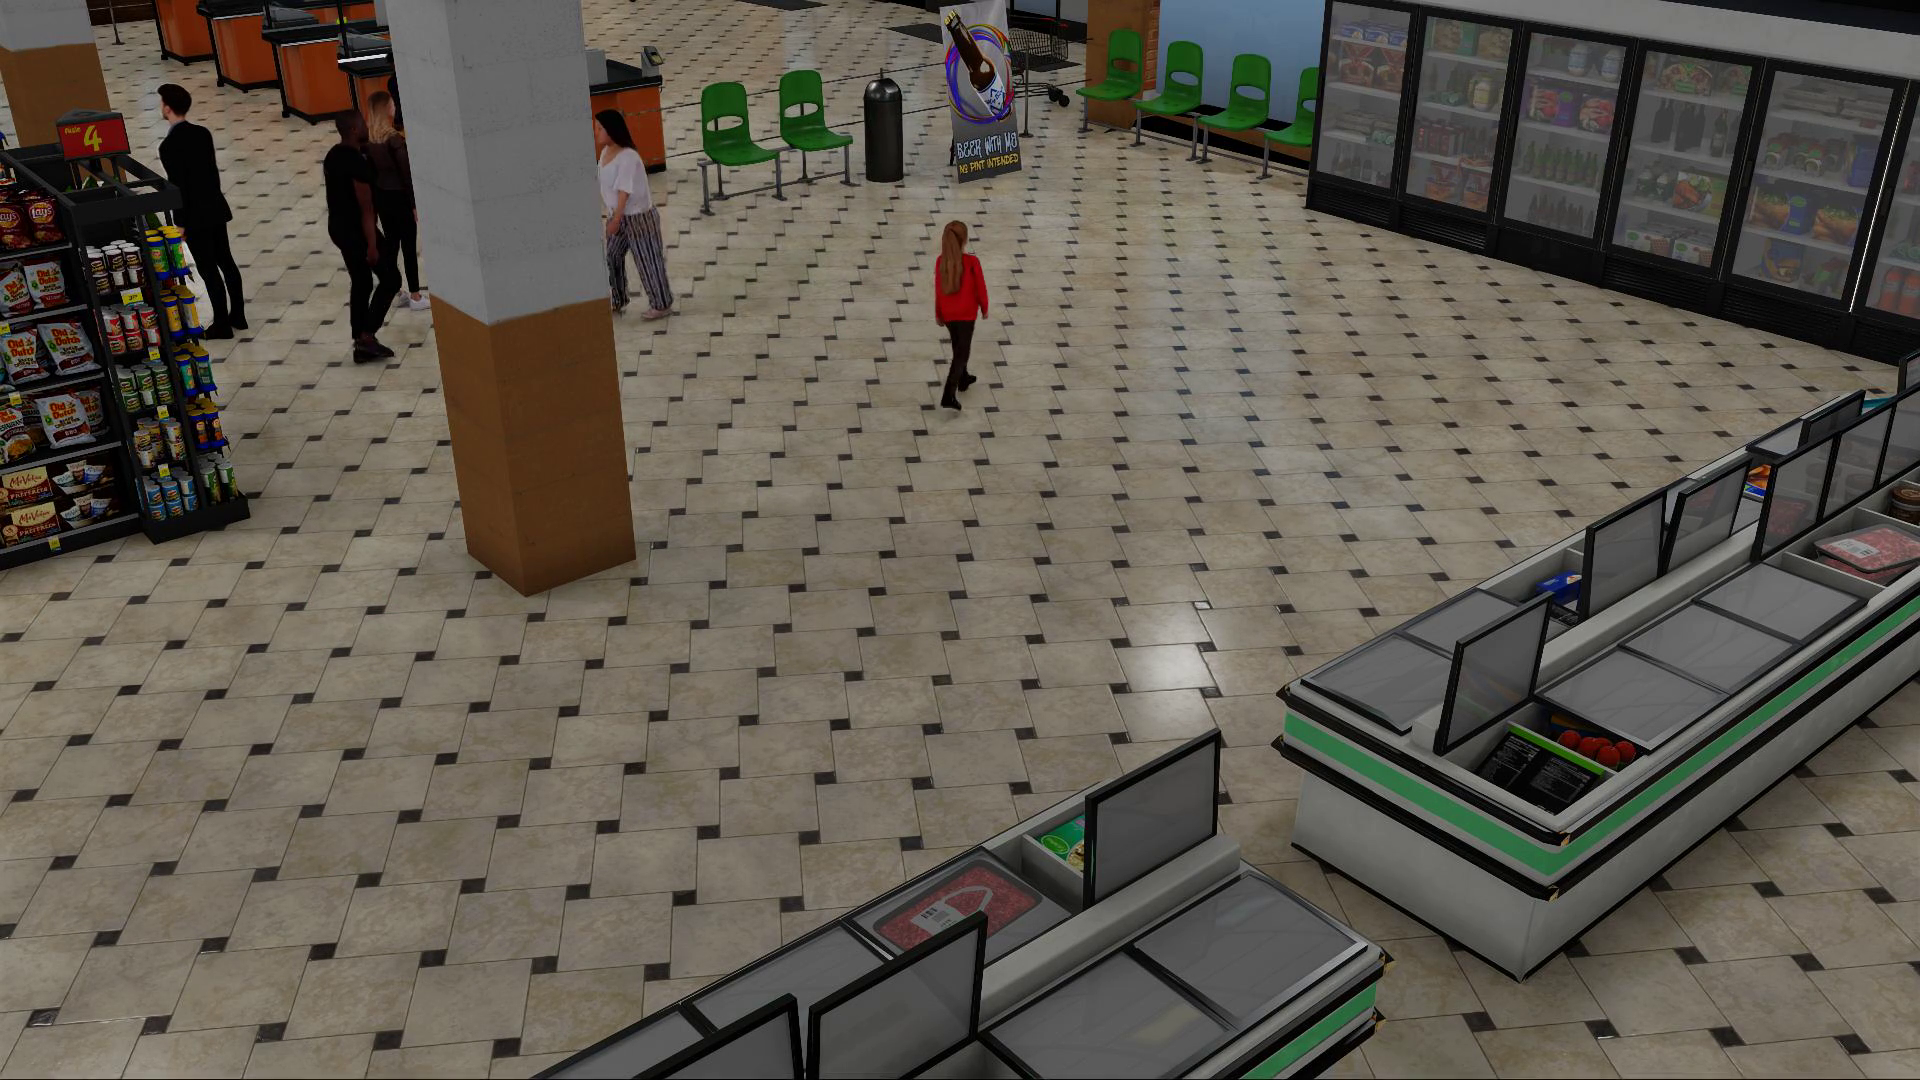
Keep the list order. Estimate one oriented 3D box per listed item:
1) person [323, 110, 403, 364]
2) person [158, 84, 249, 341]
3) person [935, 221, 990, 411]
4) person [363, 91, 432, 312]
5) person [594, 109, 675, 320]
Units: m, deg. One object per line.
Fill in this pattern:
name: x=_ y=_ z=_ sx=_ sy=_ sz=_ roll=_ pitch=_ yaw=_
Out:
person: x=-4.368 y=-2.115 z=11.836 sx=0.633 sy=1.798 sz=0.678 roll=-22 pitch=34 yaw=-37
person: x=-5.637 y=-2.436 z=12.362 sx=0.852 sy=1.894 sz=0.764 roll=6 pitch=27 yaw=12
person: x=-0.021 y=-1.488 z=11.198 sx=0.717 sy=1.256 sz=0.975 roll=14 pitch=30 yaw=25
person: x=-4.413 y=-2.639 z=12.973 sx=0.661 sy=1.705 sz=0.611 roll=16 pitch=31 yaw=28
person: x=-2.441 y=-2.470 z=12.708 sx=0.891 sy=1.642 sz=0.675 roll=-18 pitch=32 yaw=-31
